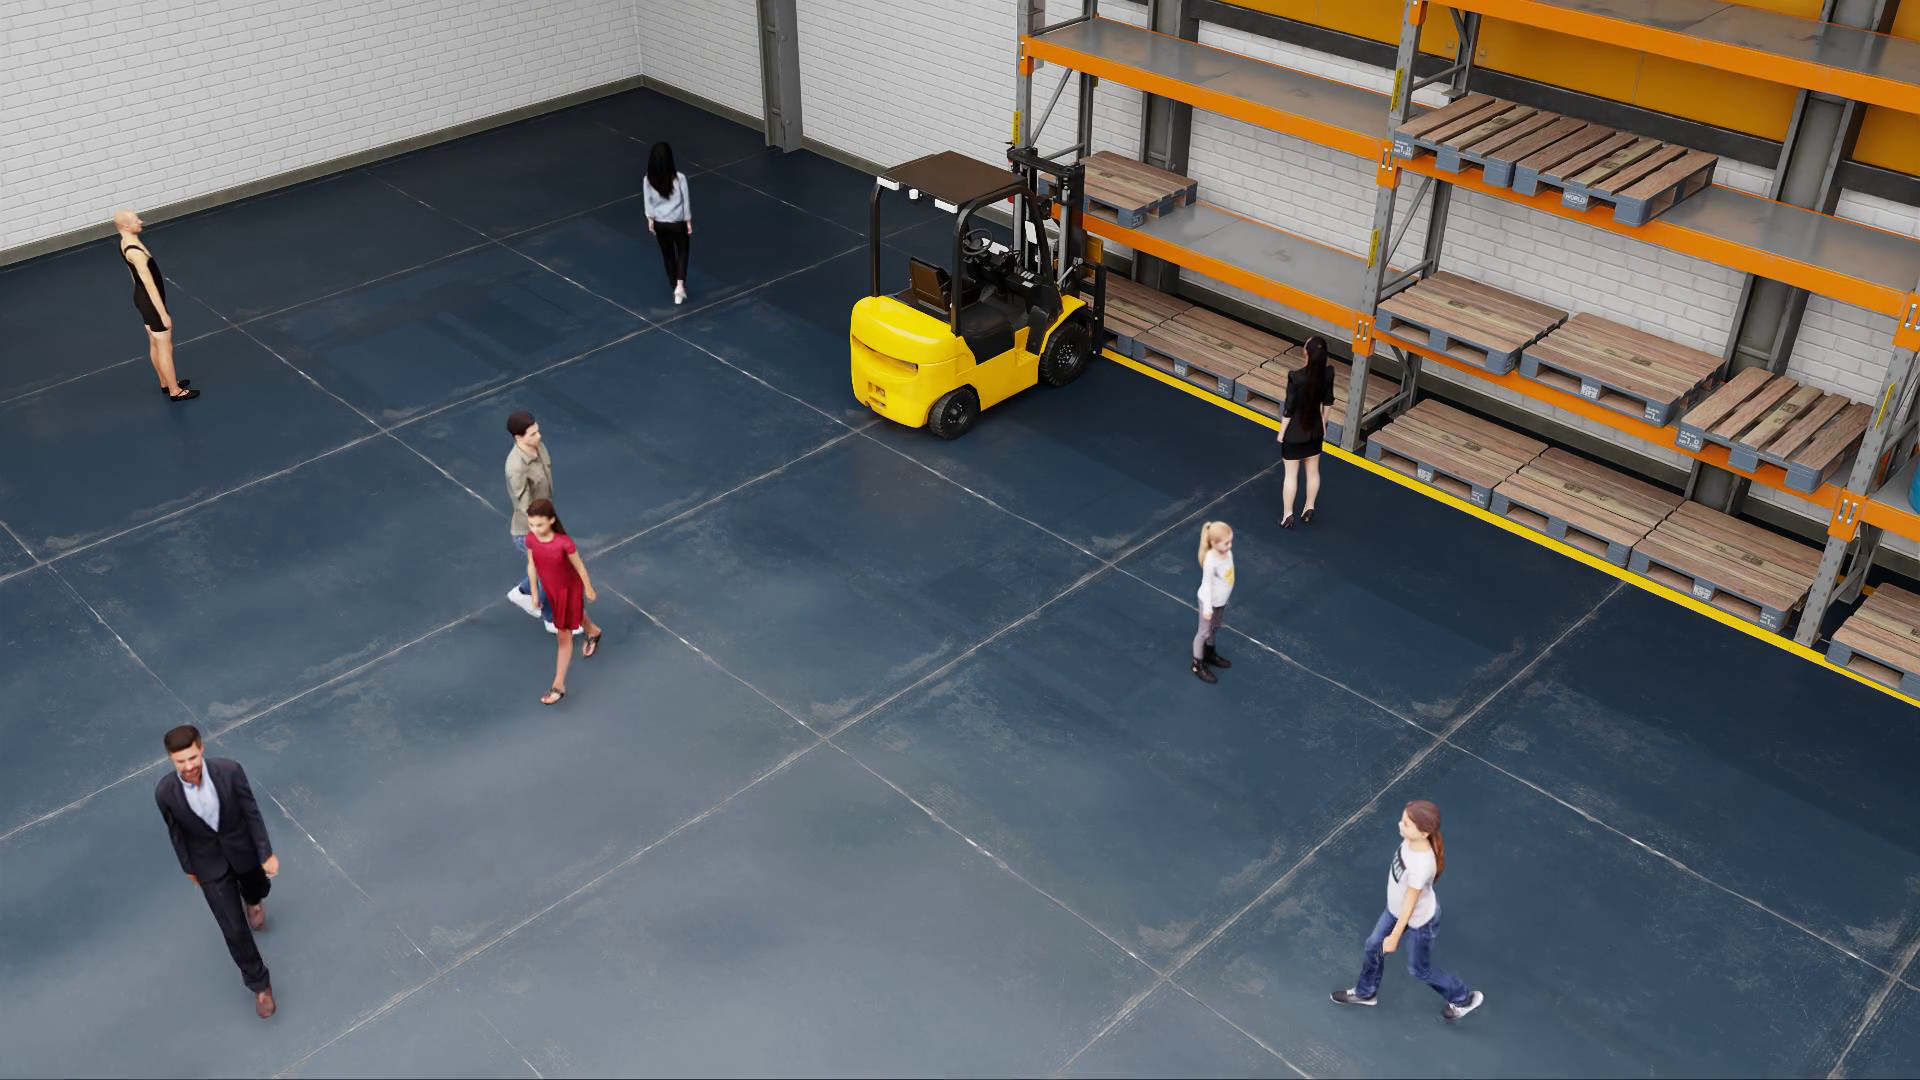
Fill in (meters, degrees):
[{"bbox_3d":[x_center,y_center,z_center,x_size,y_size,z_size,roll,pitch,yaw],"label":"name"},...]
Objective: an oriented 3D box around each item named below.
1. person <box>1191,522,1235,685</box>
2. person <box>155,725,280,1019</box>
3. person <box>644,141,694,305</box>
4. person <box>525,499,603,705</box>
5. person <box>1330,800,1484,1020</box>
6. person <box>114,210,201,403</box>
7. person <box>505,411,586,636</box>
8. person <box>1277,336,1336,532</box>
[{"bbox_3d":[1.770,0.410,11.707,0.550,1.278,0.531,19,38,26],"label":"person"},{"bbox_3d":[-4.071,1.712,9.244,0.831,1.836,1.238,-19,38,-26],"label":"person"},{"bbox_3d":[-2.904,-3.133,16.651,0.765,1.705,0.820,-3,34,-5],"label":"person"},{"bbox_3d":[-2.746,0.311,11.647,1.133,1.510,0.963,10,35,14],"label":"person"},{"bbox_3d":[2.525,2.041,9.025,1.064,1.530,0.965,2,34,3],"label":"person"},{"bbox_3d":[-7.320,-2.127,15.038,0.733,1.816,0.488,-23,40,-31],"label":"person"},{"bbox_3d":[-3.130,-0.103,11.965,1.002,1.846,0.931,4,34,6],"label":"person"},{"bbox_3d":[2.740,-0.853,13.229,0.677,1.697,0.671,-11,35,-16],"label":"person"}]
